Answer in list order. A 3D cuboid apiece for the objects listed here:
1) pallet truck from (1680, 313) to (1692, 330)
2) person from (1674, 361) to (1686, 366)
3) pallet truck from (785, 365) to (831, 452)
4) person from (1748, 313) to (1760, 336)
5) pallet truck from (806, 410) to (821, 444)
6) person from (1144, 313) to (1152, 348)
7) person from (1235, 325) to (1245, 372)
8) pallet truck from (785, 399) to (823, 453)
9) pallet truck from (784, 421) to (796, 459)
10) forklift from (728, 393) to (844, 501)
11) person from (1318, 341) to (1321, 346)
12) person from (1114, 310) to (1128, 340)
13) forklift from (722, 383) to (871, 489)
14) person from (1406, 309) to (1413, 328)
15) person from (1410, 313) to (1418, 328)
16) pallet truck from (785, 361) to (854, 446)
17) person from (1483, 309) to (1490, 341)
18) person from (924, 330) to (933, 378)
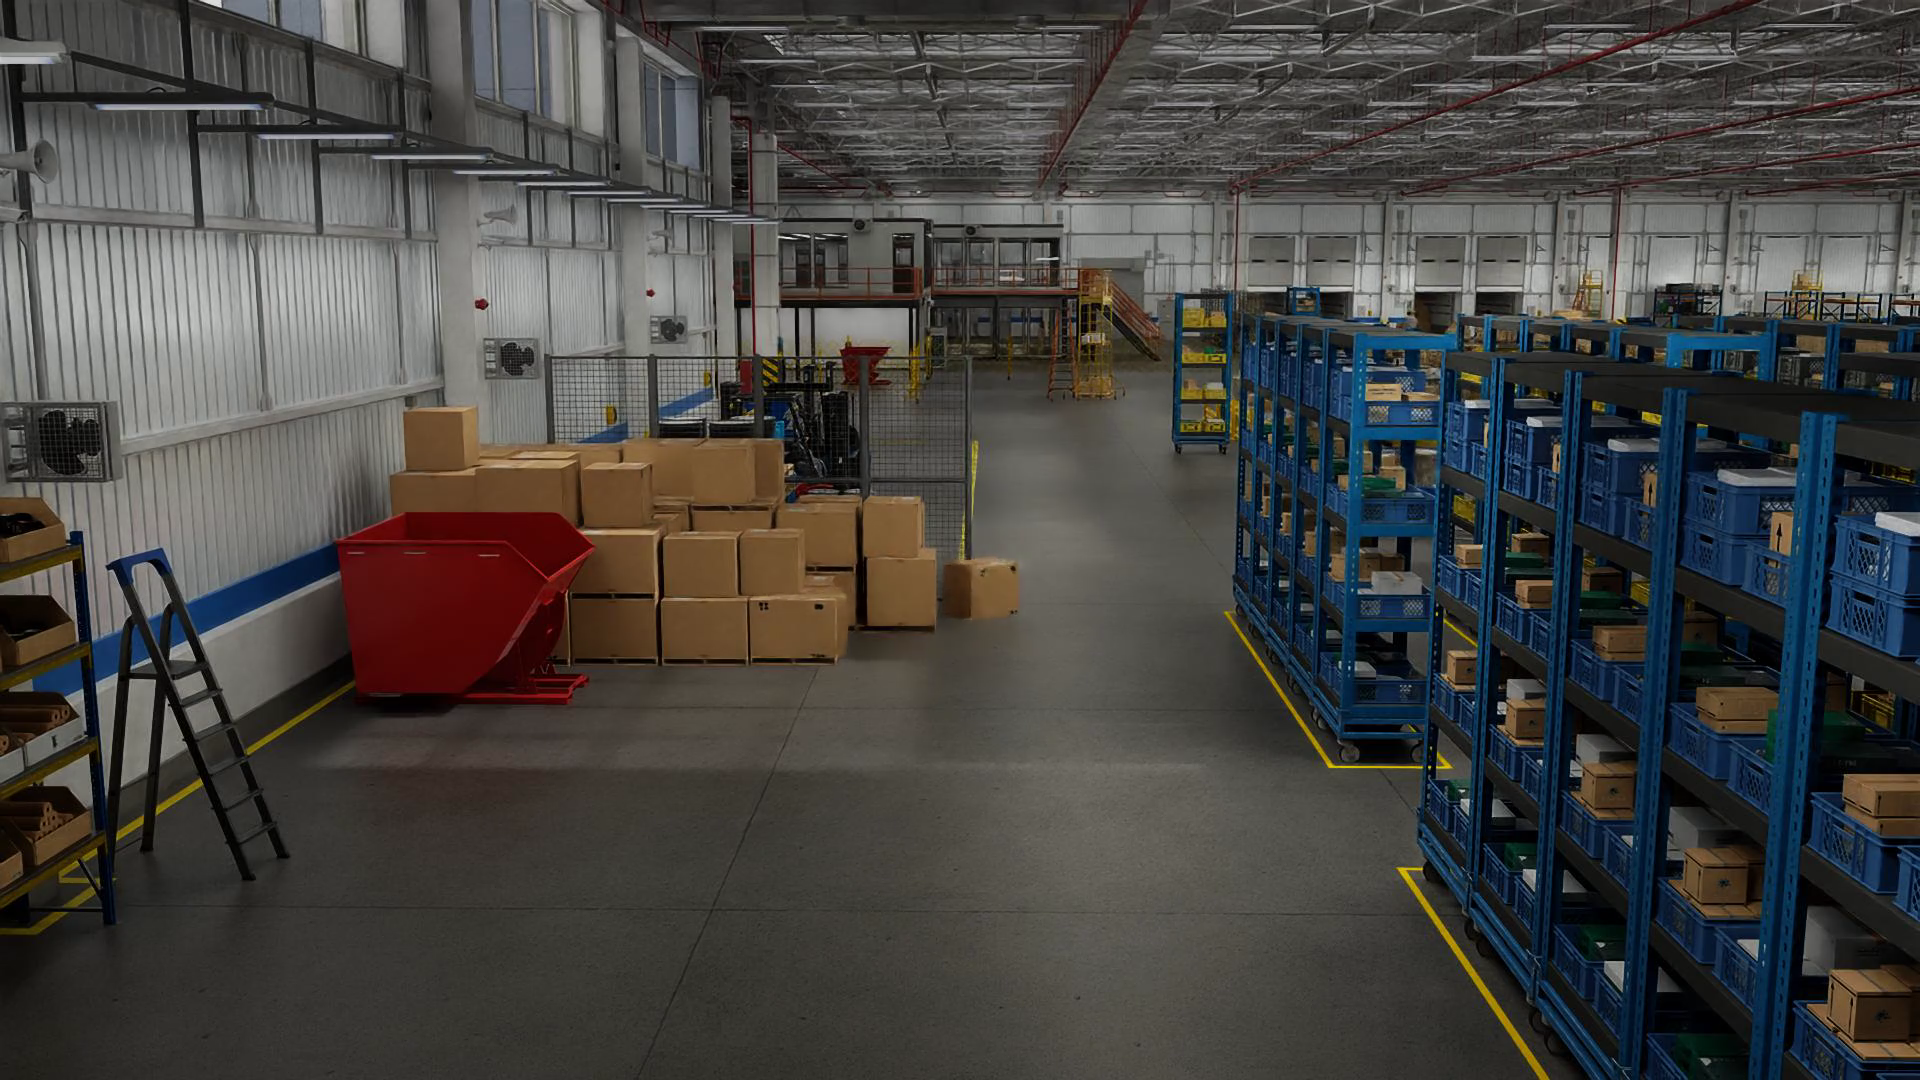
[{"bbox_3d":[36.315,-10.531,84.244,0.823,1.965,1.885,-6,11,-33],"label":"pallet truck"},{"bbox_3d":[17.004,-3.302,39.509,0.373,2.043,0.615,-2,9,-9],"label":"person"},{"bbox_3d":[-3.774,-2.976,37.635,1.885,1.965,0.823,1,9,5],"label":"pallet truck"},{"bbox_3d":[41.080,-10.770,85.970,0.636,1.921,0.585,1,9,6],"label":"person"},{"bbox_3d":[-3.559,-2.018,33.905,1.522,1.261,0.704,0,9,-1],"label":"pallet truck"},{"bbox_3d":[9.835,-10.934,87.118,0.588,1.864,0.462,-8,12,-41],"label":"person"},{"bbox_3d":[11.374,-7.766,67.466,0.447,1.908,0.590,3,10,18],"label":"person"},{"bbox_3d":[-3.814,-2.432,36.419,1.630,1.274,0.653,0,9,1],"label":"pallet truck"},{"bbox_3d":[-4.013,-1.793,32.705,1.601,1.201,0.680,0,9,1],"label":"pallet truck"},{"bbox_3d":[-2.979,-1.316,26.476,2.680,1.987,1.157,0,9,1],"label":"forklift"},{"bbox_3d":[16.243,-8.944,74.976,0.991,1.834,0.616,-7,11,-36],"label":"person"},{"bbox_3d":[9.504,-12.637,97.843,0.902,1.800,0.633,1,9,3],"label":"person"},{"bbox_3d":[-2.893,-1.687,28.729,2.680,1.987,1.157,0,9,-1],"label":"forklift"},{"bbox_3d":[25.513,-12.160,94.547,0.391,1.918,0.588,9,13,43],"label":"person"},{"bbox_3d":[24.719,-11.486,90.745,0.996,1.816,0.580,-4,10,-23],"label":"person"},{"bbox_3d":[-3.410,-3.193,38.978,1.885,1.965,0.823,0,9,-1],"label":"pallet truck"},{"bbox_3d":[30.740,-12.506,96.900,0.429,1.842,0.636,-2,9,-10],"label":"person"},{"bbox_3d":[-1.217,-7.154,63.876,0.332,1.844,0.516,3,10,20],"label":"person"}]
